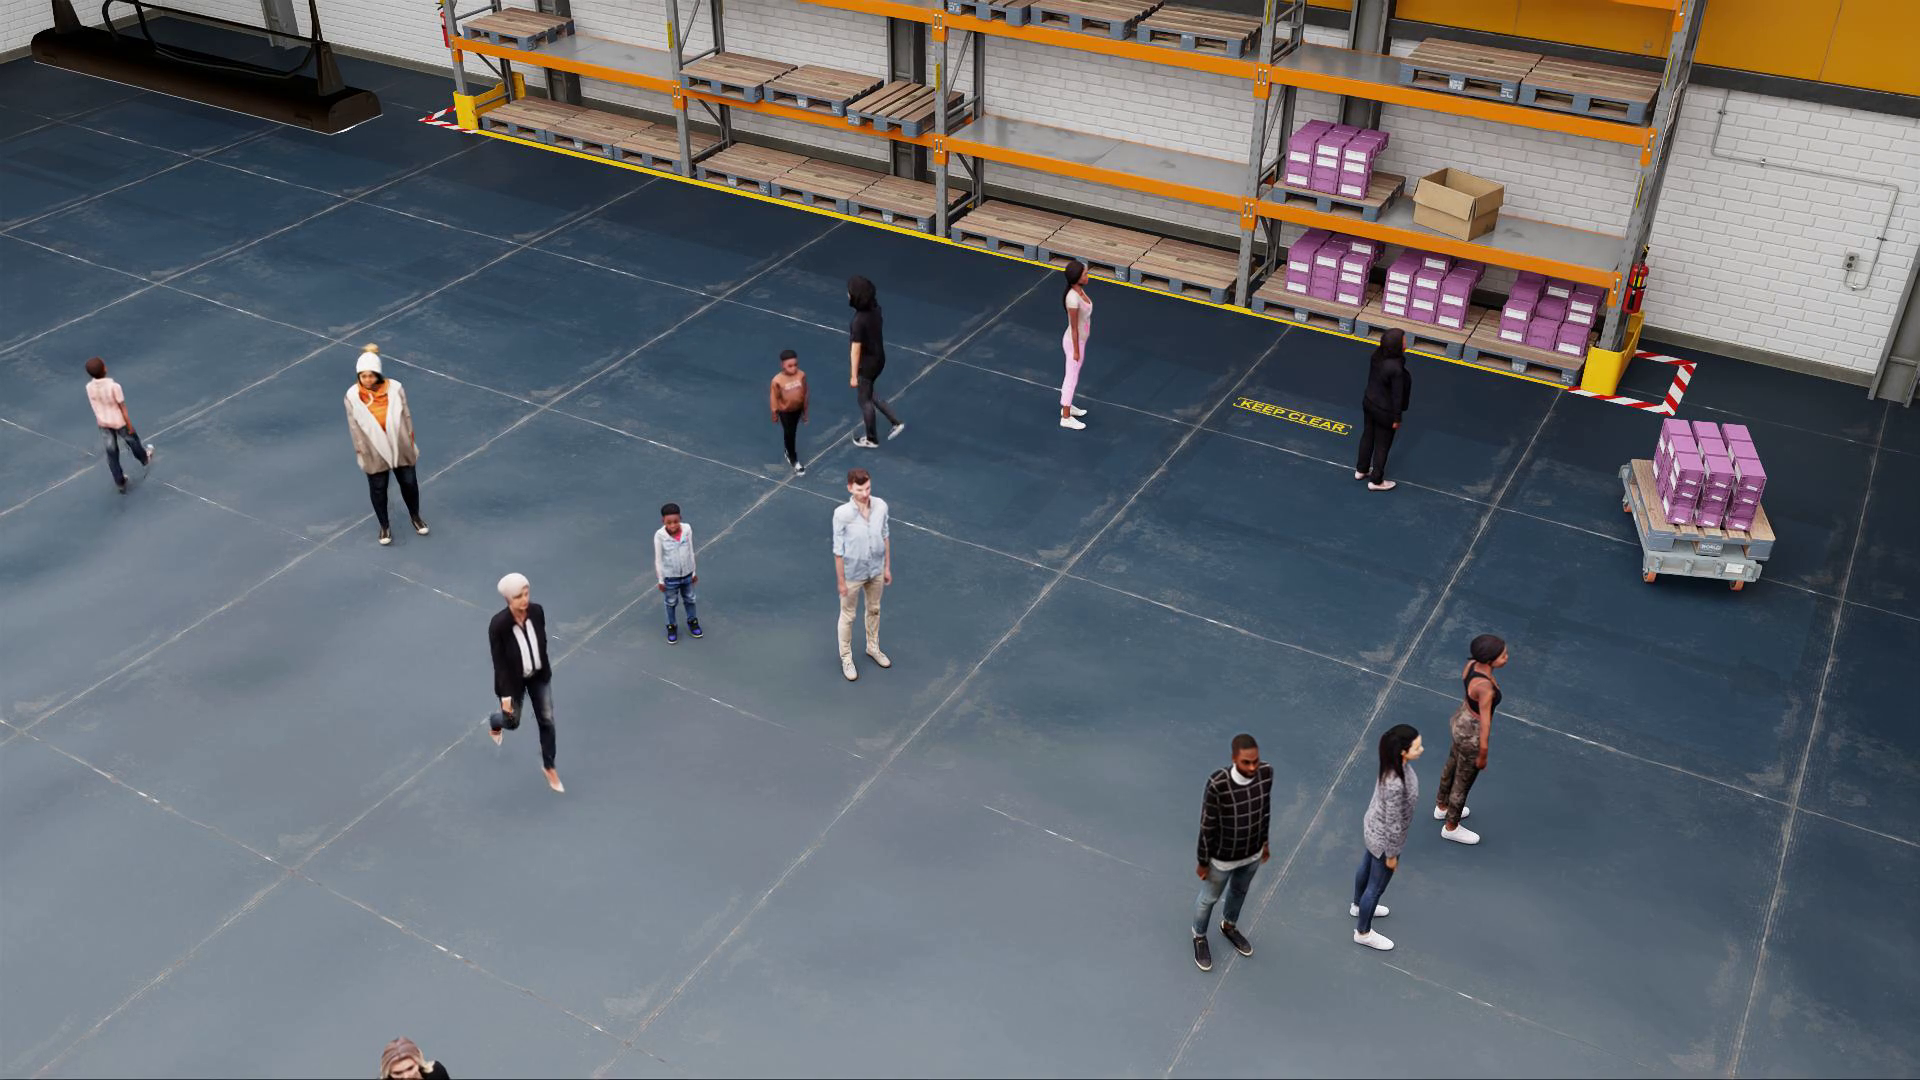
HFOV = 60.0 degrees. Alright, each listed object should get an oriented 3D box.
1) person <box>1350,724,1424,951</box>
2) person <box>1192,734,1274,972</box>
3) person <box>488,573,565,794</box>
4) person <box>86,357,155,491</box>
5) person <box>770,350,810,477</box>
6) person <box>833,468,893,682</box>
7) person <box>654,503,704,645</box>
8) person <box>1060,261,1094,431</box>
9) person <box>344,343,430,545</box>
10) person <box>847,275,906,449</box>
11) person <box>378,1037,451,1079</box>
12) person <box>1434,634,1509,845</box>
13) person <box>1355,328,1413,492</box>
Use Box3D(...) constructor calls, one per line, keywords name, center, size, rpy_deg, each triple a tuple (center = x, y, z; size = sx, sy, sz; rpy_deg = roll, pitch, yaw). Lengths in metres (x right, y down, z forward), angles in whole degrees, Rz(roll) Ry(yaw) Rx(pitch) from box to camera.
Box3D(name="person", center=(2.737, 1.873, 10.714), size=(0.654, 1.733, 0.678), rpy_deg=(4, 34, 6))
Box3D(name="person", center=(1.728, 1.934, 10.543), size=(0.744, 1.819, 0.765), rpy_deg=(-13, 36, -19))
Box3D(name="person", center=(-3.193, 0.996, 11.832), size=(0.935, 1.763, 1.117), rpy_deg=(-26, 42, -33))
Box3D(name="person", center=(-7.939, -1.064, 15.545), size=(0.881, 1.274, 0.859), rpy_deg=(-1, 34, -2))
Box3D(name="person", center=(-1.645, -1.285, 15.914), size=(0.727, 1.235, 0.861), rpy_deg=(-19, 38, -26))
Box3D(name="person", center=(-0.770, 0.230, 13.082), size=(0.732, 1.847, 0.734), rpy_deg=(-17, 37, -24))
Box3D(name="person", center=(-2.309, 0.243, 13.591), size=(0.571, 1.261, 0.620), rpy_deg=(-13, 36, -19))
Box3D(name="person", center=(1.137, -1.950, 16.456), size=(0.641, 1.742, 0.653), rpy_deg=(3, 34, 5))
Box3D(name="person", center=(-5.073, -0.865, 14.687), size=(0.820, 1.894, 0.848), rpy_deg=(-17, 37, -23))
Box3D(name="person", center=(-0.808, -1.671, 15.970), size=(0.779, 1.816, 0.677), rpy_deg=(15, 36, 21))
Box3D(name="person", center=(-2.810, 3.210, 8.744), size=(0.685, 1.685, 0.679), rpy_deg=(-21, 39, -29))
Box3D(name="person", center=(3.538, 1.350, 11.529), size=(0.676, 1.701, 0.658), rpy_deg=(1, 34, 1))
Box3D(name="person", center=(3.929, -1.225, 15.479), size=(0.820, 1.617, 0.748), rpy_deg=(-12, 35, -17))
